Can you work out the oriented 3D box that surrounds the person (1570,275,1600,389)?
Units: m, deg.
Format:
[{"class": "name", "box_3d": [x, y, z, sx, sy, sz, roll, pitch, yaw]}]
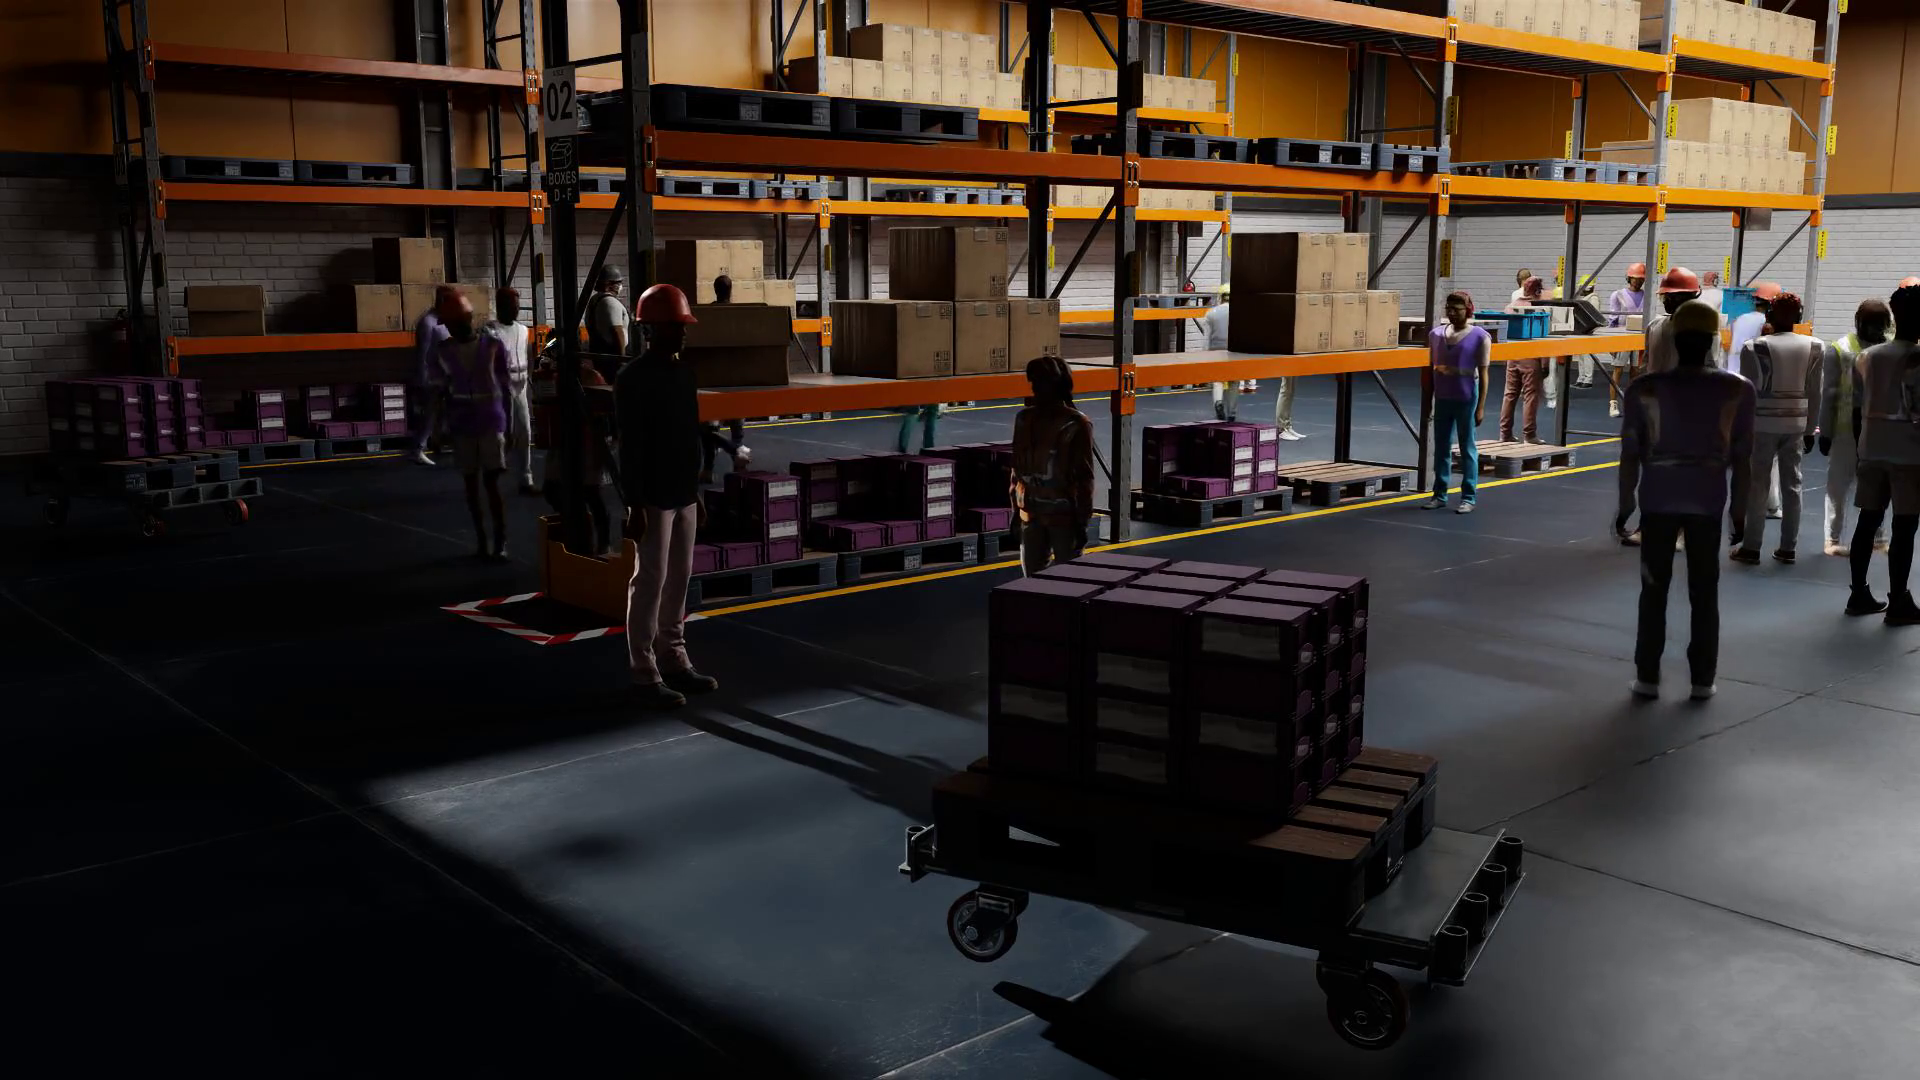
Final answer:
[{"class": "person", "box_3d": [10.012, -3.328, 26.641, 0.404, 1.828, 0.601, 1, 10, 3]}]

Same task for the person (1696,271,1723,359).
[{"class": "person", "box_3d": [11.235, -3.086, 24.999, 0.403, 1.906, 0.652, -8, 13, -39]}]

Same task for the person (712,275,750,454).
[{"class": "person", "box_3d": [-2.545, -1.877, 17.888, 0.597, 1.916, 0.371, 1, 10, 8]}]

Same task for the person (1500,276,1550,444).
[{"class": "person", "box_3d": [6.437, -2.029, 18.856, 0.395, 1.898, 0.637, -6, 12, -32]}]

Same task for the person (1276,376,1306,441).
[{"class": "person", "box_3d": [3.843, -2.084, 19.238, 0.327, 1.872, 0.516, 5, 11, 27]}]

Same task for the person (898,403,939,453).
[{"class": "person", "box_3d": [-0.385, -1.660, 17.183, 0.551, 1.727, 0.607, 5, 11, 28]}]

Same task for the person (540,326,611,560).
[{"class": "person", "box_3d": [-2.614, -0.632, 11.345, 0.568, 1.654, 0.445, 5, 11, 27]}]

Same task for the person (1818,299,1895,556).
[{"class": "person", "box_3d": [6.437, -0.777, 11.787, 0.715, 1.830, 0.461, 0, 10, 2]}]

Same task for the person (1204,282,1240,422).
[{"class": "person", "box_3d": [3.390, -2.359, 21.056, 0.607, 1.802, 0.592, 1, 10, 9]}]

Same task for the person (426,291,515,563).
[{"class": "person", "box_3d": [-3.380, -0.772, 11.507, 0.552, 1.884, 0.650, -2, 10, -10]}]

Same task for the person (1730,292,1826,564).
[{"class": "person", "box_3d": [5.623, -0.763, 11.470, 0.574, 1.883, 0.356, 0, 10, 0]}]

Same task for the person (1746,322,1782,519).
[{"class": "person", "box_3d": [6.574, -0.994, 13.525, 0.314, 1.641, 0.515, -2, 10, -13]}]

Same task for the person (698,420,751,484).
[{"class": "person", "box_3d": [-2.277, -1.342, 15.434, 0.480, 1.681, 0.539, -4, 10, -20]}]

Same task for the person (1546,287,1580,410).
[{"class": "person", "box_3d": [8.297, -2.650, 23.051, 0.503, 1.693, 0.891, 0, 10, 3]}]

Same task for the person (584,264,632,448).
[{"class": "person", "box_3d": [-3.850, -2.052, 18.554, 0.535, 2.000, 0.673, -7, 12, -36]}]

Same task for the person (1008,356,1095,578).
[{"class": "person", "box_3d": [0.451, -0.097, 8.275, 0.314, 1.642, 0.514, -9, 13, -43]}]

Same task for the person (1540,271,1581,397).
[{"class": "person", "box_3d": [8.947, -3.068, 24.820, 0.654, 1.944, 0.818, 7, 12, 36]}]

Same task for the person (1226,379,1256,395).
[{"class": "person", "box_3d": [4.356, -3.188, 25.528, 0.628, 1.932, 0.361, -7, 12, -37]}]

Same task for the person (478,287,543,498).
[{"class": "person", "box_3d": [-4.082, -1.303, 14.730, 0.806, 1.862, 0.580, 6, 11, 31]}]

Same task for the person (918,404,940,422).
[{"class": "person", "box_3d": [-0.422, -2.380, 21.252, 0.405, 1.774, 0.660, -1, 10, -9]}]

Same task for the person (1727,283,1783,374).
[{"class": "person", "box_3d": [7.908, -1.639, 16.686, 1.078, 1.855, 0.565, -5, 11, -28]}]

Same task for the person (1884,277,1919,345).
[{"class": "person", "box_3d": [8.771, -1.474, 15.476, 0.551, 1.933, 0.370, 4, 10, 22]}]

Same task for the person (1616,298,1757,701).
[{"class": "person", "box_3d": [3.466, -0.188, 7.984, 0.593, 1.925, 0.385, 3, 10, 17]}]

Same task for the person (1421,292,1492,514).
[{"class": "person", "box_3d": [4.132, -1.137, 13.810, 0.388, 1.837, 0.565, -8, 13, -39]}]

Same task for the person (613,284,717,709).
[{"class": "person", "box_3d": [-1.395, -0.212, 7.914, 0.386, 1.992, 0.625, 4, 10, 21]}]

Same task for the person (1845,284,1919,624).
[{"class": "person", "box_3d": [5.455, -0.498, 9.675, 0.368, 1.966, 0.603, -3, 10, -18]}]

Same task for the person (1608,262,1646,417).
[{"class": "person", "box_3d": [8.866, -2.634, 21.957, 0.605, 2.043, 0.376, -1, 10, -4]}]

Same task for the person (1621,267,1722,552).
[{"class": "person", "box_3d": [5.134, -0.935, 12.003, 0.375, 2.044, 0.604, -6, 11, -31]}]

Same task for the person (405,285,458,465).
[{"class": "person", "box_3d": [-5.183, -1.632, 16.688, 1.047, 1.849, 0.649, 2, 10, 12]}]

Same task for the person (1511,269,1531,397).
[{"class": "person", "box_3d": [8.510, -3.123, 25.143, 0.627, 1.933, 0.371, -7, 12, -35]}]
